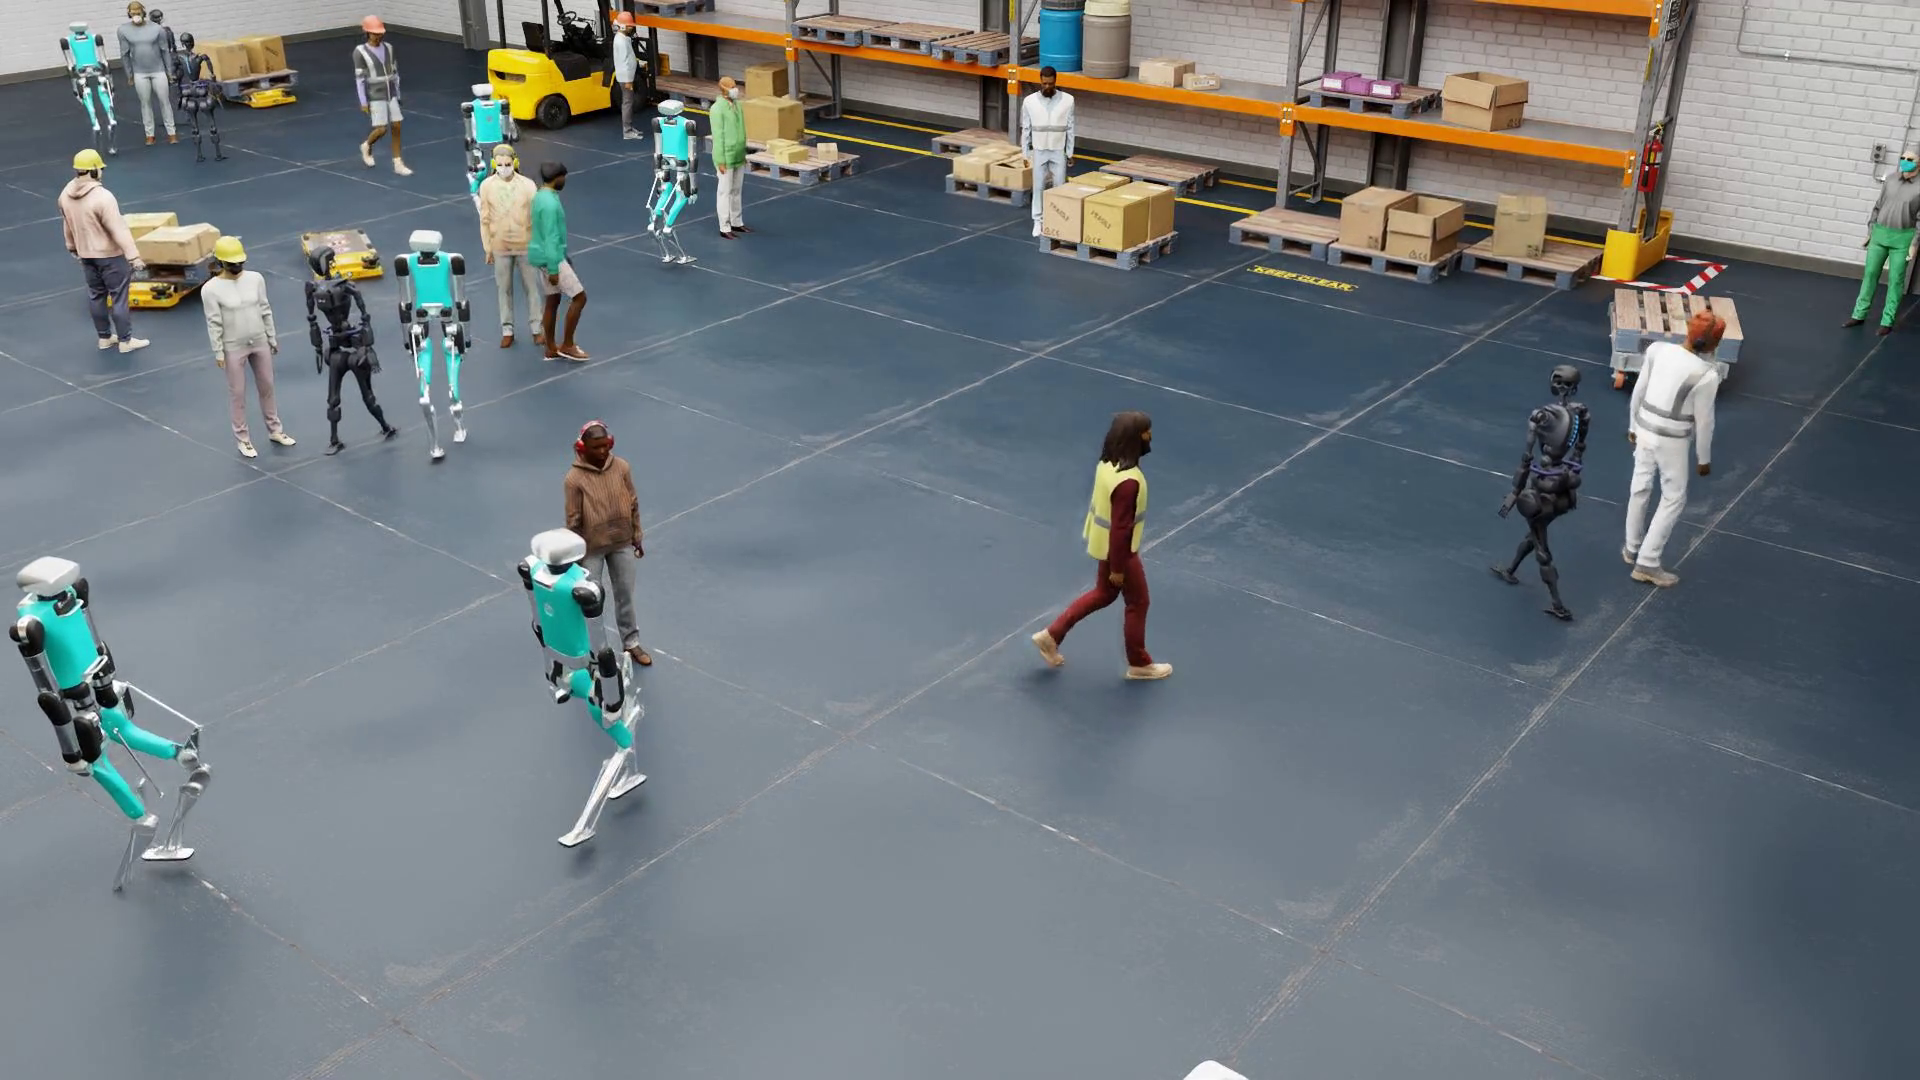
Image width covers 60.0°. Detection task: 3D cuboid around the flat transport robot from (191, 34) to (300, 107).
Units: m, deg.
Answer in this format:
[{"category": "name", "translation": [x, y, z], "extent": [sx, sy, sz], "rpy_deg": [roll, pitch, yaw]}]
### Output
[{"category": "flat transport robot", "translation": [-11.114, -6.986, 26.039], "extent": [1.431, 0.231, 0.659], "rpy_deg": [18, 31, 33]}]

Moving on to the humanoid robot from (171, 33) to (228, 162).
[{"category": "humanoid robot", "translation": [-10.162, -5.902, 22.157], "extent": [0.599, 1.657, 0.315], "rpy_deg": [-2, 26, -4]}]

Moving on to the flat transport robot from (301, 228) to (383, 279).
[{"category": "flat transport robot", "translation": [-6.691, -3.084, 17.958], "extent": [0.659, 0.231, 1.431], "rpy_deg": [-12, 28, -23]}]

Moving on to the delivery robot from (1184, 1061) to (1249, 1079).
[{"category": "delivery robot", "translation": [0.903, 2.353, 6.390], "extent": [0.499, 0.614, 0.786], "rpy_deg": [19, 32, 34]}]

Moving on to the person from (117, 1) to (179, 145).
[{"category": "person", "translation": [-11.229, -6.462, 23.036], "extent": [0.634, 1.936, 0.356], "rpy_deg": [-10, 28, -20]}]

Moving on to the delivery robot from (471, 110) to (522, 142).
[{"category": "delivery robot", "translation": [-6.576, -5.873, 23.388], "extent": [0.499, 0.580, 0.776], "rpy_deg": [-23, 34, -39]}]

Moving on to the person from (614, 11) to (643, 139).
[{"category": "person", "translation": [-4.675, -6.544, 23.430], "extent": [0.352, 1.742, 0.572], "rpy_deg": [-5, 26, -11]}]

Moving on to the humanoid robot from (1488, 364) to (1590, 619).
[{"category": "humanoid robot", "translation": [3.763, -0.346, 10.730], "extent": [0.610, 1.625, 0.786], "rpy_deg": [-14, 29, -26]}]

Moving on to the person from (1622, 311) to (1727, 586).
[{"category": "person", "translation": [4.682, -0.628, 11.036], "extent": [0.458, 1.869, 0.700], "rpy_deg": [-12, 28, -24]}]

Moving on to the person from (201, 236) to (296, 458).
[{"category": "person", "translation": [-5.577, -1.514, 12.995], "extent": [0.333, 1.760, 0.526], "rpy_deg": [19, 32, 34]}]

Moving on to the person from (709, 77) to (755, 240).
[{"category": "person", "translation": [-2.588, -4.308, 18.753], "extent": [0.383, 1.784, 0.536], "rpy_deg": [12, 28, 22]}]

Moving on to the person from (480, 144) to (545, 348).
[{"category": "person", "translation": [-4.124, -2.718, 15.352], "extent": [0.550, 1.875, 0.414], "rpy_deg": [-5, 26, -9]}]

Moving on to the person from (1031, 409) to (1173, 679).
[{"category": "person", "translation": [0.863, 0.047, 9.784], "extent": [0.796, 1.745, 0.478], "rpy_deg": [-2, 26, -5]}]

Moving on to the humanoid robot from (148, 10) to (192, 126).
[{"category": "humanoid robot", "translation": [-11.493, -6.848, 24.132], "extent": [0.455, 1.642, 0.590], "rpy_deg": [4, 26, 9]}]

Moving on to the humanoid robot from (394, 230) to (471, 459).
[{"category": "humanoid robot", "translation": [-4.074, -1.464, 12.944], "extent": [0.553, 1.789, 0.879], "rpy_deg": [-5, 26, -10]}]

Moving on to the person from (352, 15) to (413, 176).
[{"category": "person", "translation": [-7.481, -5.722, 21.412], "extent": [0.672, 2.026, 0.610], "rpy_deg": [16, 30, 30]}]

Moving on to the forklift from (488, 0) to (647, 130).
[{"category": "forklift", "translation": [-5.874, -7.334, 24.552], "extent": [1.214, 2.155, 2.313], "rpy_deg": [19, 32, 34]}]

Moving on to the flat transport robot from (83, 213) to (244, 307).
[{"category": "flat transport robot", "translation": [-8.154, -2.703, 17.168], "extent": [0.659, 0.231, 1.431], "rpy_deg": [2, 26, 4]}]

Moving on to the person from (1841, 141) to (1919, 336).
[{"category": "person", "translation": [8.794, -2.849, 15.669], "extent": [0.340, 1.838, 0.513], "rpy_deg": [-17, 31, -32]}]

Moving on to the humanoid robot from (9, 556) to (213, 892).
[{"category": "humanoid robot", "translation": [-3.976, 0.929, 8.021], "extent": [0.748, 1.834, 0.537], "rpy_deg": [0, 26, 0]}]

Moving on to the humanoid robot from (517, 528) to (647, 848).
[{"category": "humanoid robot", "translation": [-1.804, 0.688, 8.453], "extent": [0.552, 1.749, 0.933], "rpy_deg": [18, 31, 33]}]

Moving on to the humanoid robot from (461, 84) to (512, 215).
[{"category": "humanoid robot", "translation": [-5.314, -4.246, 18.655], "extent": [0.542, 1.773, 0.674], "rpy_deg": [-15, 30, -29]}]

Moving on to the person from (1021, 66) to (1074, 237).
[{"category": "person", "translation": [0.990, -4.382, 18.769], "extent": [0.596, 1.907, 0.410], "rpy_deg": [-1, 26, -2]}]

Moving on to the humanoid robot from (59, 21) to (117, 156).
[{"category": "humanoid robot", "translation": [-11.606, -5.982, 22.343], "extent": [0.542, 1.856, 0.674], "rpy_deg": [-16, 30, -30]}]

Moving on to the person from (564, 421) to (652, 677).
[{"category": "person", "translation": [-2.116, 0.043, 9.901], "extent": [0.459, 1.644, 0.313], "rpy_deg": [-17, 31, -32]}]

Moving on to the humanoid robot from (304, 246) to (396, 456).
[{"category": "humanoid robot", "translation": [-4.838, -1.503, 13.101], "extent": [0.622, 1.636, 0.609], "rpy_deg": [8, 27, 16]}]

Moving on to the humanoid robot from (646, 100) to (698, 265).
[{"category": "humanoid robot", "translation": [-3.076, -3.700, 17.391], "extent": [0.533, 1.677, 0.735], "rpy_deg": [12, 28, 23]}]

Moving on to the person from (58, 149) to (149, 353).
[{"category": "person", "translation": [-7.839, -2.620, 15.176], "extent": [0.819, 1.855, 0.434], "rpy_deg": [10, 27, 19]}]

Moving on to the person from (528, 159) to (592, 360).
[{"category": "person", "translation": [-3.598, -2.505, 14.967], "extent": [0.559, 1.828, 0.516], "rpy_deg": [-10, 28, -21]}]
